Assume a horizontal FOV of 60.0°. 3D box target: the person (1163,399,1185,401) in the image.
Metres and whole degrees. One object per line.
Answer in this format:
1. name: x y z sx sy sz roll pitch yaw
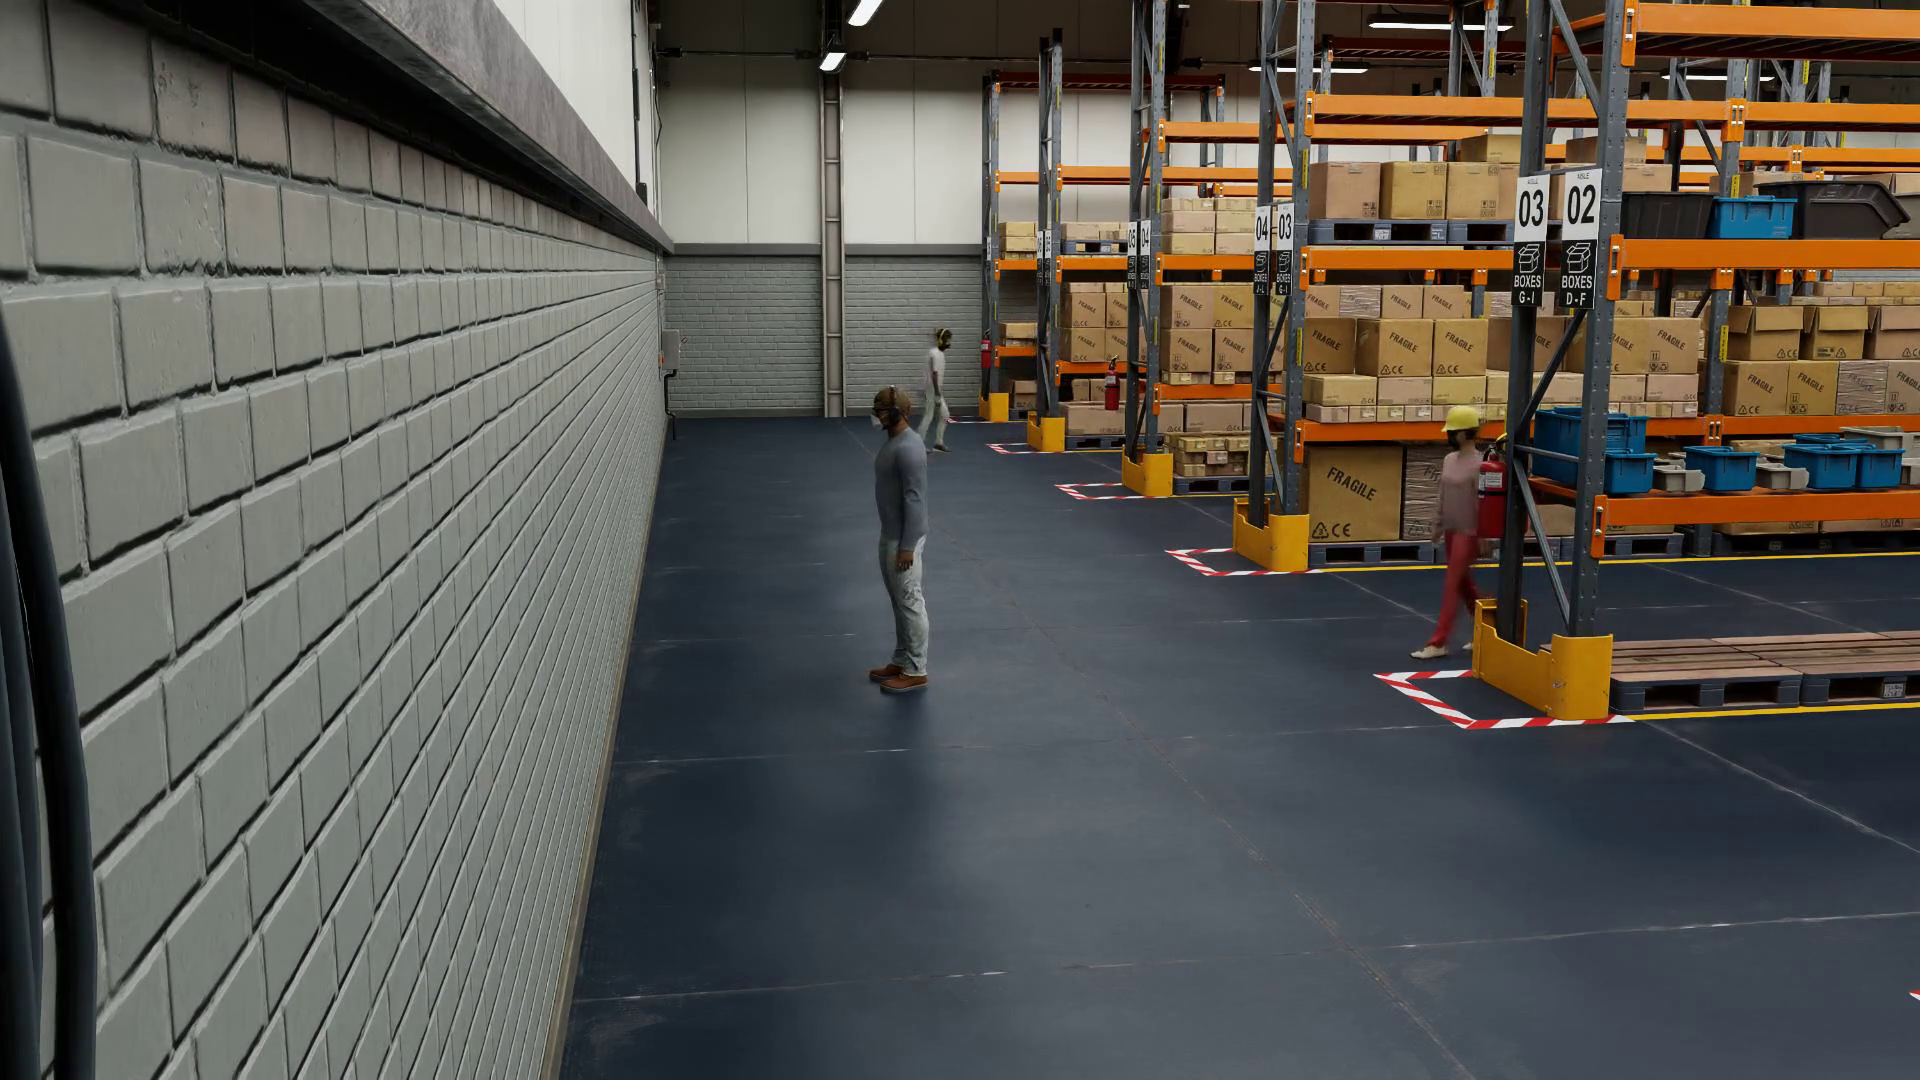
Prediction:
1. person: 3.565 -2.634 26.997 0.975 1.866 0.638 2 9 9

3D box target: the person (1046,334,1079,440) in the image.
1. person: 1.645 -2.584 26.083 0.969 2.000 0.700 -2 9 -10

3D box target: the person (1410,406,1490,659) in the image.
1. person: 3.452 -0.058 11.448 0.664 1.751 0.540 -2 9 -14

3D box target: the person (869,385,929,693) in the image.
1. person: -0.377 -0.009 10.521 0.352 1.936 0.635 -2 9 -13

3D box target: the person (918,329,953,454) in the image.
1. person: -0.353 -2.136 24.000 0.663 1.815 0.541 2 9 12
